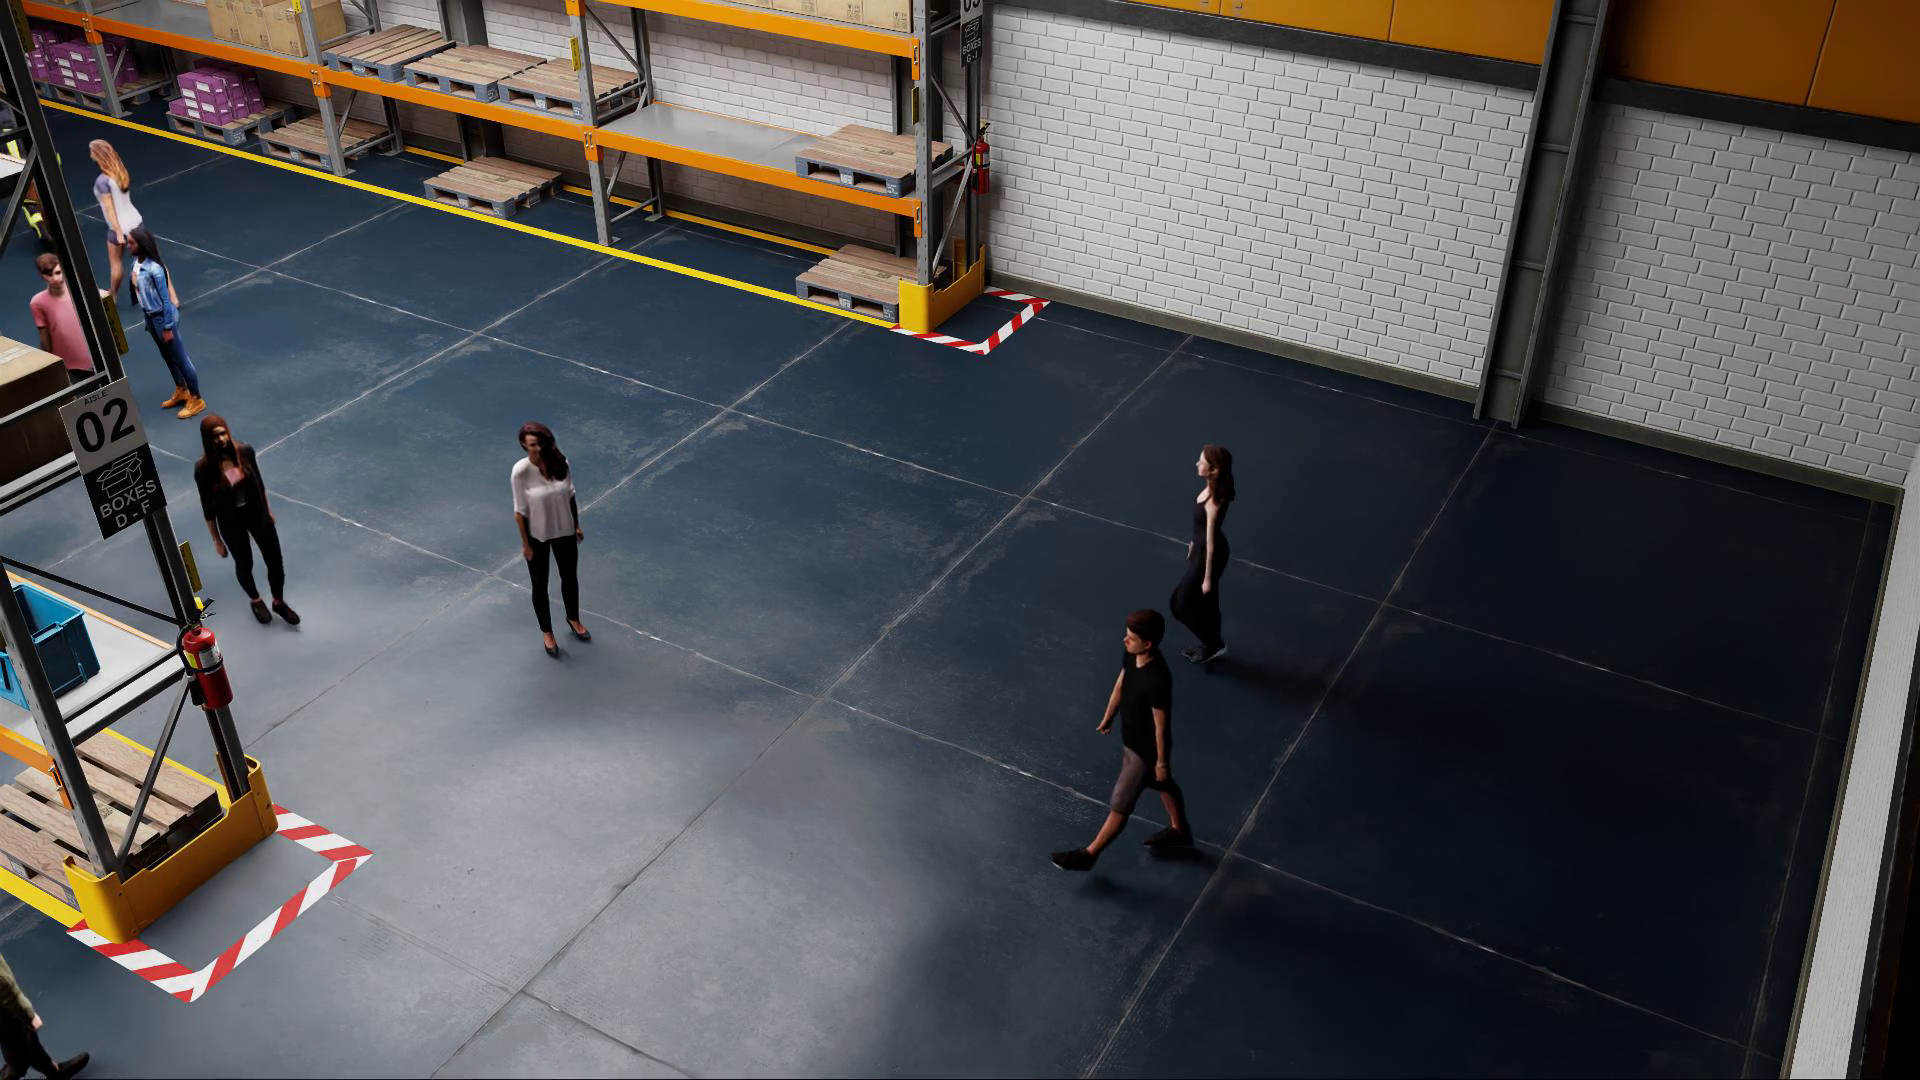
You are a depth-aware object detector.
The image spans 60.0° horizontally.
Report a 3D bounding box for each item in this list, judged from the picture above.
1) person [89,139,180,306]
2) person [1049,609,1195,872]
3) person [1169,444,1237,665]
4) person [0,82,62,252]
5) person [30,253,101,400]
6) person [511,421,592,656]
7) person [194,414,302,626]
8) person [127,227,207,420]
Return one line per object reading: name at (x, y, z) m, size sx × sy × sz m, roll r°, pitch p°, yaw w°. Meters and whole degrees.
person at (-7.971, -3.003, 16.059) m, size 1.151 × 1.677 × 0.874 m, roll 5°, pitch 34°, yaw 8°
person at (1.160, 1.171, 9.658) m, size 1.262 × 1.813 × 1.169 m, roll -7°, pitch 34°, yaw -10°
person at (1.777, 0.131, 11.293) m, size 0.786 × 1.735 × 0.737 m, roll 2°, pitch 34°, yaw 3°
person at (-9.566, -3.817, 17.161) m, size 0.930 × 1.813 × 1.025 m, roll -23°, pitch 40°, yaw -31°
person at (-7.131, -1.435, 13.493) m, size 0.953 × 1.908 × 1.281 m, roll -24°, pitch 40°, yaw -31°
person at (-2.836, -0.027, 11.476) m, size 0.674 × 1.795 × 0.634 m, roll -25°, pitch 41°, yaw -32°
person at (-5.121, -0.170, 11.779) m, size 0.728 × 1.698 × 0.788 m, roll -27°, pitch 42°, yaw -35°
person at (-6.880, -1.892, 14.357) m, size 0.528 × 1.713 × 0.705 m, roll 27°, pitch 42°, yaw 35°
